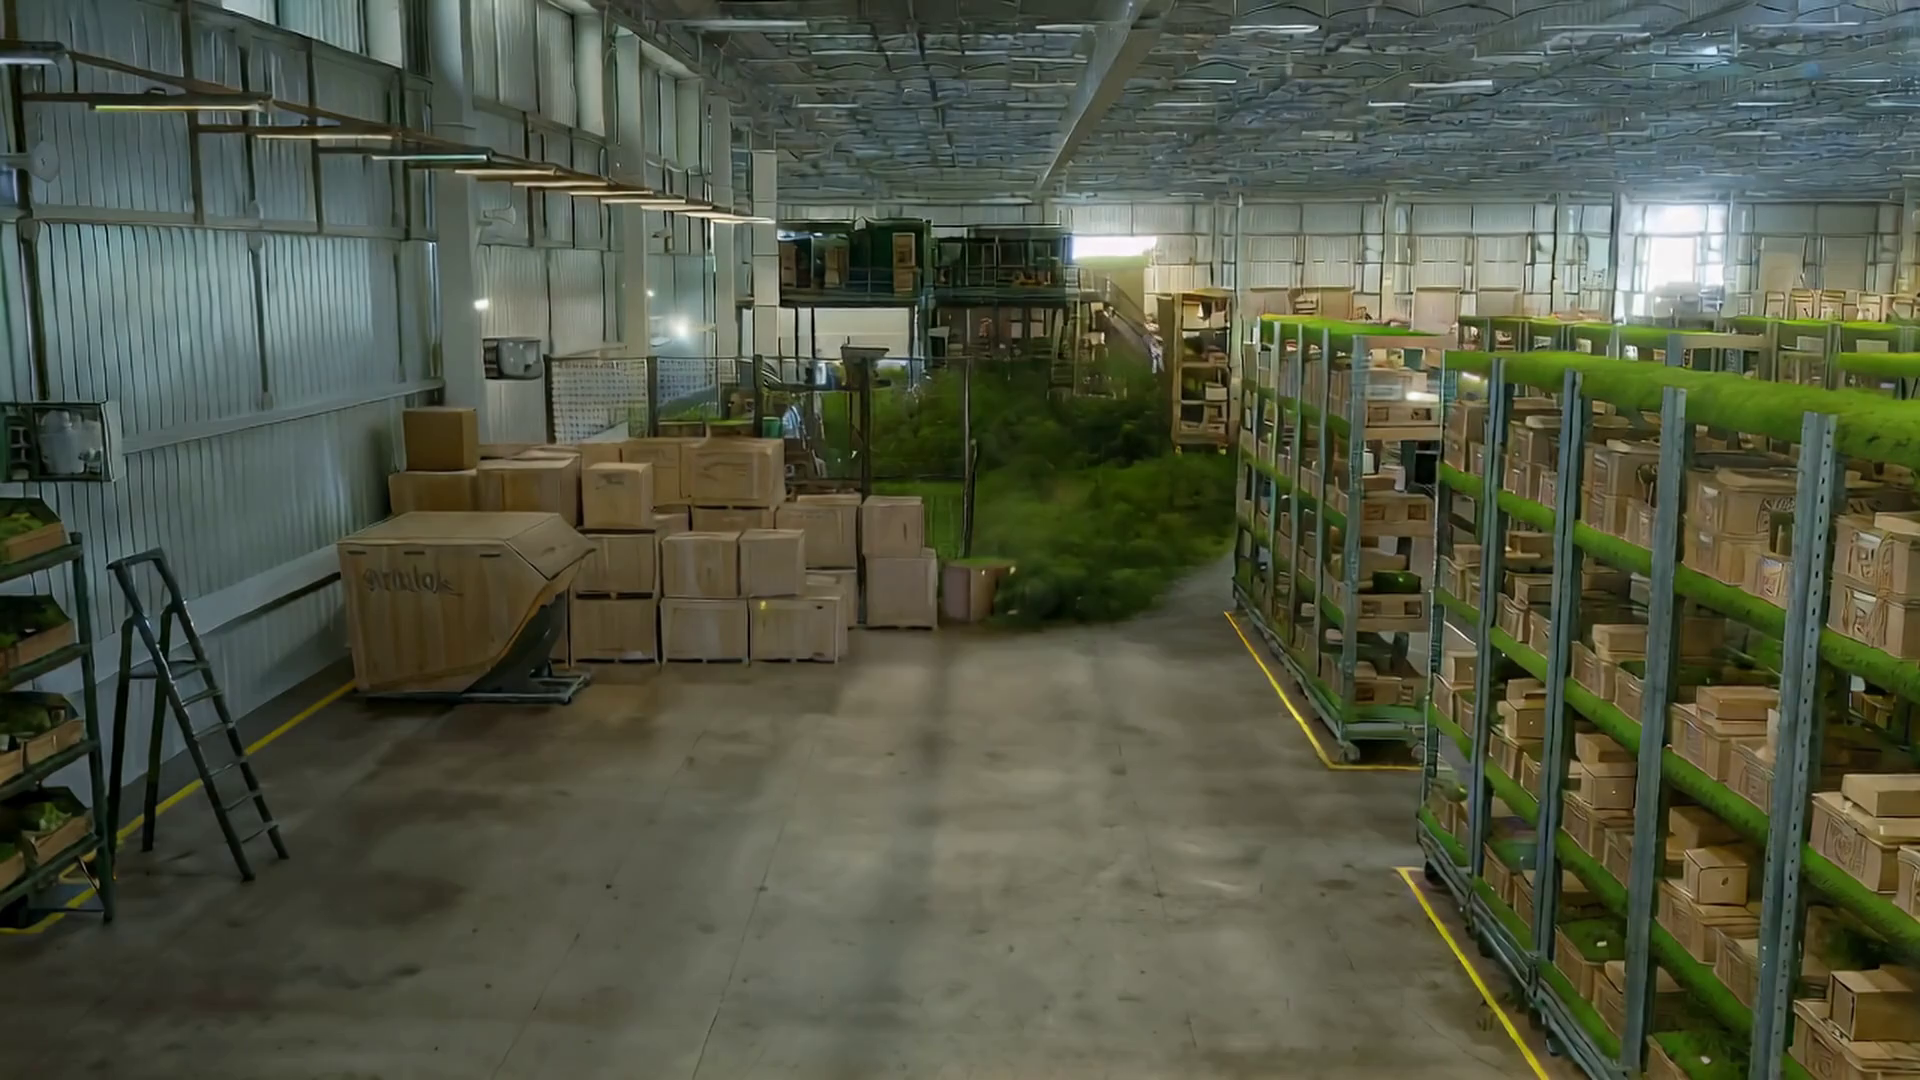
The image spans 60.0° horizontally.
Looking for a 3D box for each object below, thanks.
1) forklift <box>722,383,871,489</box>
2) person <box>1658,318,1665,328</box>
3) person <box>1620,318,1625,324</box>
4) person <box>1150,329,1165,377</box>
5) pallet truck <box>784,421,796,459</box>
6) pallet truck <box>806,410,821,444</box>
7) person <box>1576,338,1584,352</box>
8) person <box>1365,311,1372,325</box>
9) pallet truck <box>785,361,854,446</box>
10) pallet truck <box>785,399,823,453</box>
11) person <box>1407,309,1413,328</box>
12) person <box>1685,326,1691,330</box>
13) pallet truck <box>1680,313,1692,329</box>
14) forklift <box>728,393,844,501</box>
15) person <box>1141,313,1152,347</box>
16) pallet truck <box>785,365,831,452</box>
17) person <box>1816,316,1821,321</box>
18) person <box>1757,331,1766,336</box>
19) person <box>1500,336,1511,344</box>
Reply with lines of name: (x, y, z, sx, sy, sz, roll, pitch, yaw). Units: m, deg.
forklift: (-2.893, -1.687, 28.729, 2.680, 1.987, 1.157, 0, 9, -1)
person: (36.155, -10.652, 85.934, 0.600, 1.678, 0.542, 8, 12, 40)
person: (30.854, -9.422, 77.646, 0.586, 1.919, 0.398, 8, 12, 41)
person: (7.657, -7.244, 64.399, 0.631, 1.863, 0.450, -1, 9, -5)
pallet truck: (-4.013, -1.793, 32.705, 1.601, 1.201, 0.680, 0, 9, 1)
pallet truck: (-3.559, -2.018, 33.905, 1.522, 1.261, 0.704, 0, 9, -1)
person: (23.442, -7.044, 62.941, 1.073, 1.939, 0.610, 4, 10, 25)
person: (21.941, -11.324, 89.342, 0.627, 1.927, 0.558, -9, 13, -44)
pallet truck: (-3.410, -3.193, 38.978, 1.885, 1.965, 0.823, 0, 9, -1)
pallet truck: (-3.814, -2.432, 36.419, 1.630, 1.274, 0.653, 0, 9, 1)
person: (25.604, -12.183, 94.688, 0.397, 1.919, 0.585, 6, 11, 33)
person: (33.368, -9.143, 76.217, 0.525, 1.835, 0.909, -7, 12, -38)
pallet truck: (36.315, -10.531, 84.244, 0.823, 1.965, 1.885, -6, 11, -33)
forklift: (-2.979, -1.316, 26.476, 2.680, 1.987, 1.157, 0, 9, 1)
person: (9.651, -10.796, 86.132, 0.546, 1.923, 0.602, -1, 9, -4)
pallet truck: (-3.774, -2.976, 37.635, 1.885, 1.965, 0.823, 1, 9, 5)
person: (41.264, -9.787, 79.945, 0.391, 1.911, 0.584, -2, 9, -10)
person: (29.710, -6.862, 61.475, 0.902, 2.000, 0.690, 6, 11, 32)
person: (17.530, -5.482, 53.091, 0.612, 2.007, 0.852, 3, 10, 16)
